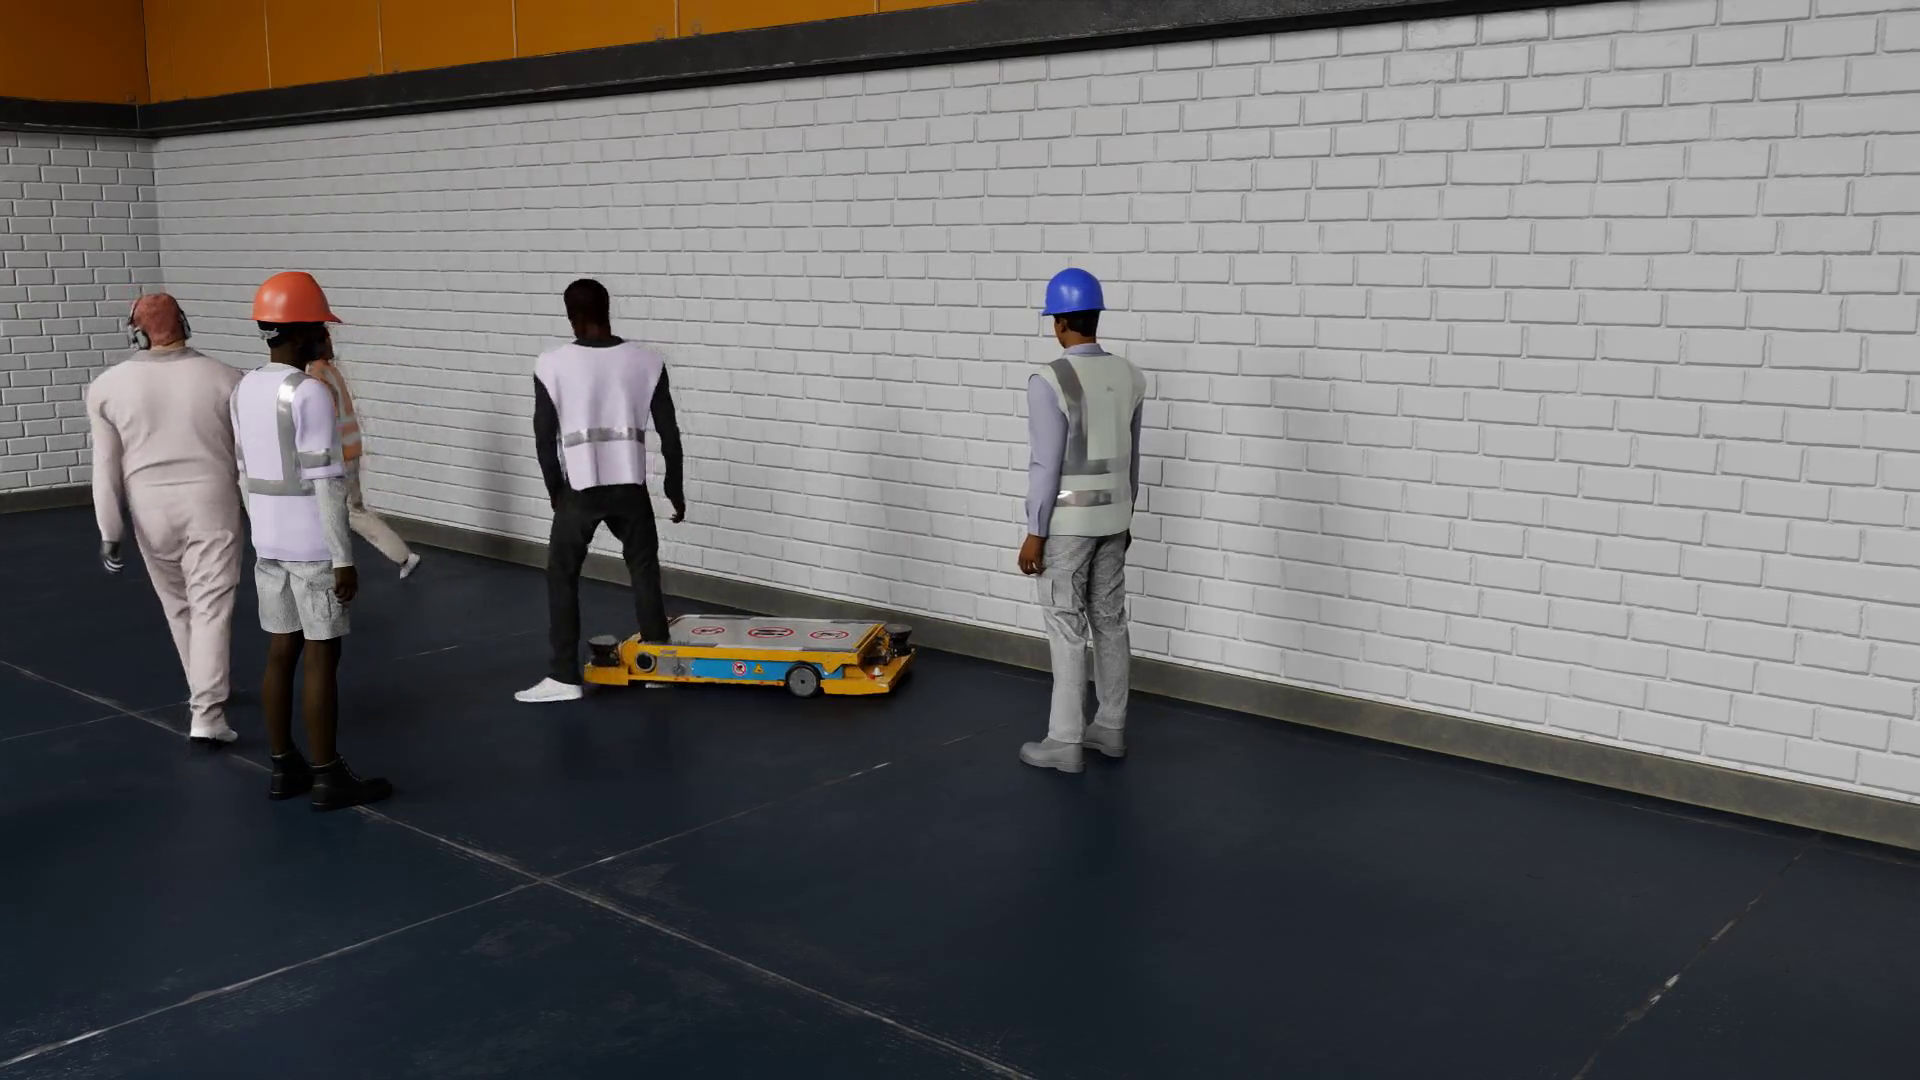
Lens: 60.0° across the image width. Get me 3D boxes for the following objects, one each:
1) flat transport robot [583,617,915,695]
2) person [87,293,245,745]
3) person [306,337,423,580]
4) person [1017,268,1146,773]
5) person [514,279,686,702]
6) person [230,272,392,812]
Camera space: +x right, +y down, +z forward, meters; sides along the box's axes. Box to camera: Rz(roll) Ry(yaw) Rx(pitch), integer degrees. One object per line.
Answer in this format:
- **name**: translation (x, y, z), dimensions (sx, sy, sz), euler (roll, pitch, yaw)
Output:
- **flat transport robot**: translation (-0.972, 0.526, 7.820), dimensions (1.431, 0.197, 0.652), euler (2, 10, 9)
- **person**: translation (-3.208, -0.096, 6.916), dimensions (0.656, 1.841, 1.033), euler (-2, 10, -13)
- **person**: translation (-3.625, -0.493, 9.861), dimensions (0.758, 1.596, 0.552), euler (-3, 11, -19)
- **person**: translation (0.460, -0.075, 6.475), dimensions (0.617, 1.943, 0.396), euler (-10, 14, -44)
- **person**: translation (-1.586, -0.221, 7.515), dimensions (0.894, 1.883, 0.441), euler (-4, 11, -24)
- **person**: translation (-2.360, 0.012, 6.007), dimensions (0.545, 1.938, 0.359), euler (7, 12, 35)
